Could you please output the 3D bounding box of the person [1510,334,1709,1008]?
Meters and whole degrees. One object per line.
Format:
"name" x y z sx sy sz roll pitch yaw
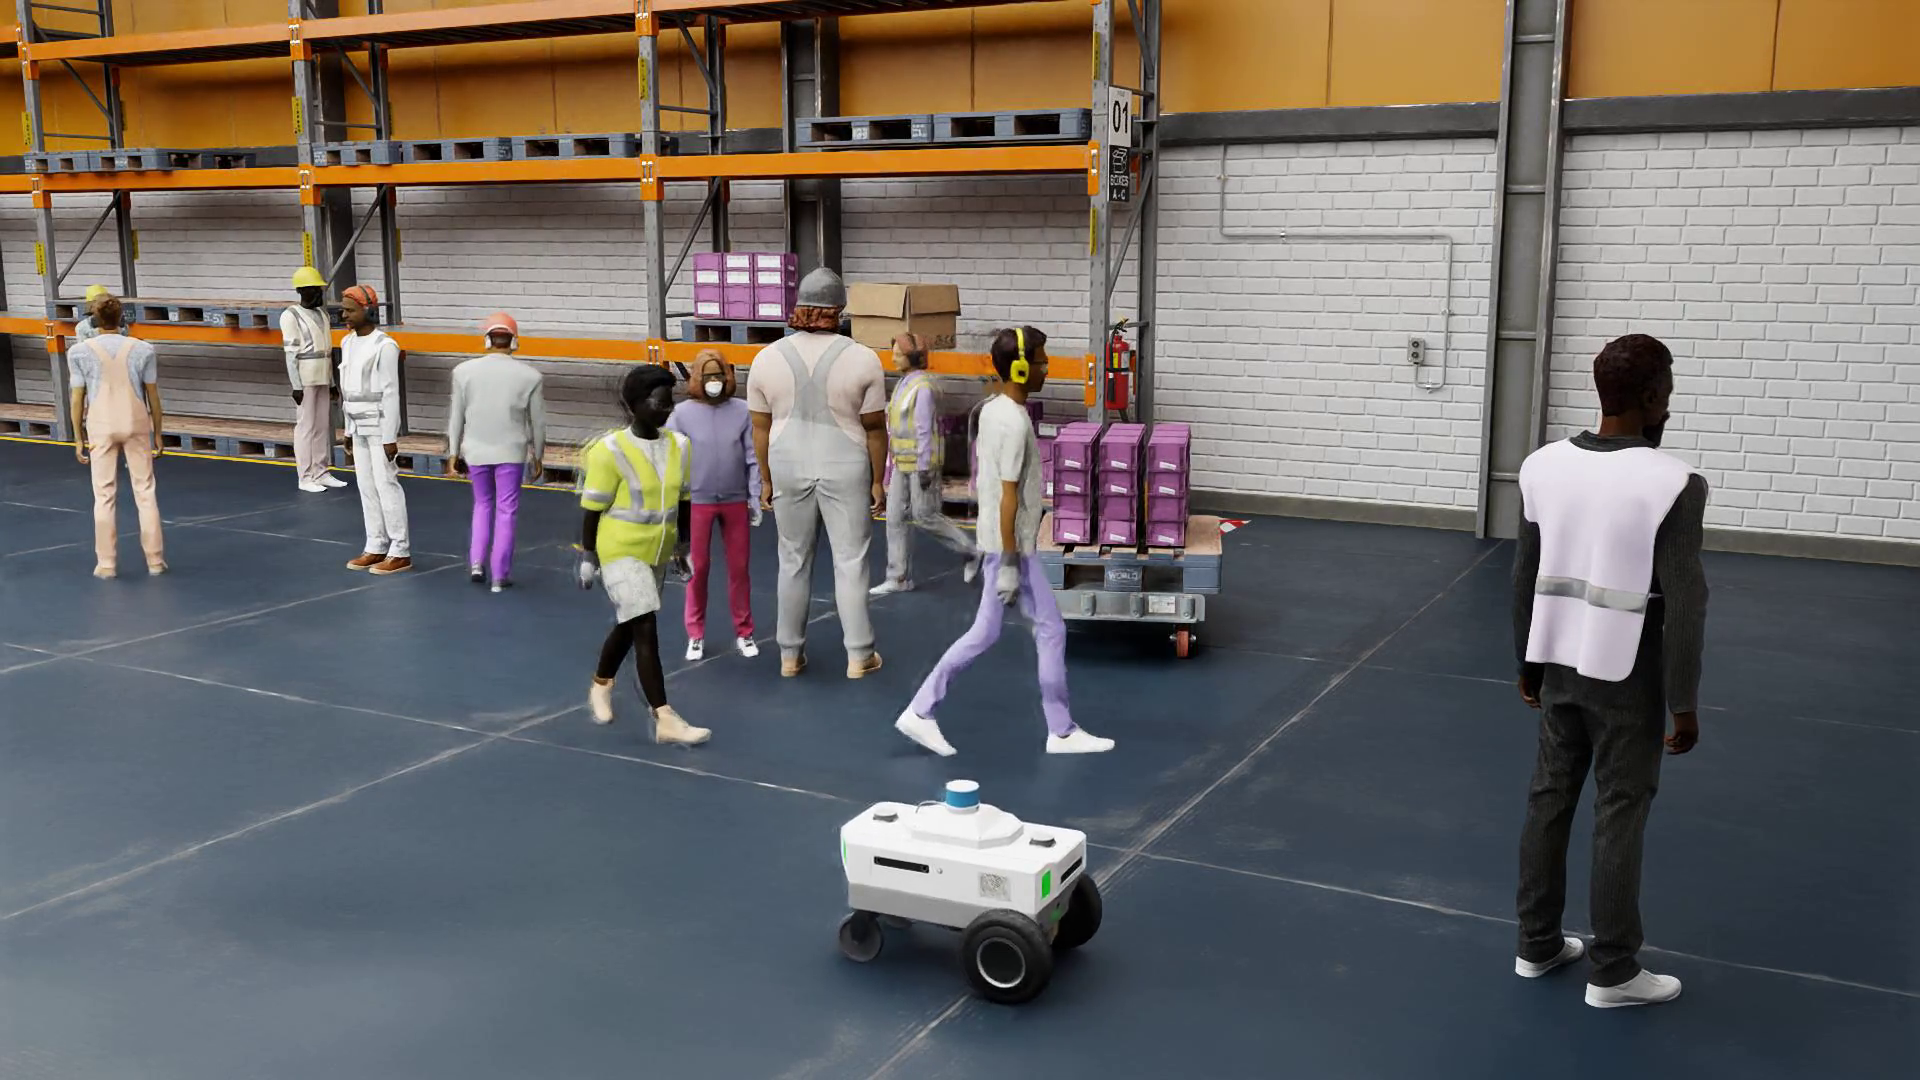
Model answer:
"person" 1.834 0.375 4.754 0.377 1.916 0.600 -6 12 -31

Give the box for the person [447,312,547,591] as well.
"person" -2.861 -0.545 10.344 0.584 1.712 0.461 0 10 -3

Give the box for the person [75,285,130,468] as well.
"person" -7.963 -1.497 15.506 0.313 1.740 0.487 8 13 38

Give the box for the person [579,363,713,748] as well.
"person" -1.437 0.053 7.259 0.810 1.650 0.535 7 12 34

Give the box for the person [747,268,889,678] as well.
"person" -0.676 -0.330 8.282 0.687 2.000 0.538 1 10 8

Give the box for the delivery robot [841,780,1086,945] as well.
"delivery robot" 0.005 0.966 4.997 0.707 0.478 0.477 5 11 24

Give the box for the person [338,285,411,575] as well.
"person" -3.831 -0.712 10.844 0.568 1.878 0.351 9 14 42

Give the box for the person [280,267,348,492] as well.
"person" -5.584 -1.384 14.364 0.361 1.930 0.587 2 11 12

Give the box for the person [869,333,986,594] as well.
"person" -0.206 -0.462 10.197 0.672 1.618 0.512 -4 11 -22

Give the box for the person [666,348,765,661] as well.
"person" -1.266 -0.180 8.608 0.497 1.622 0.295 -4 11 -20

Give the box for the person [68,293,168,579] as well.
"person" -5.424 -0.667 10.727 0.519 1.833 0.367 -6 12 -30

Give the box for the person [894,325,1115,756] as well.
"person" 0.172 0.020 6.941 0.915 1.839 0.524 -2 11 -12
